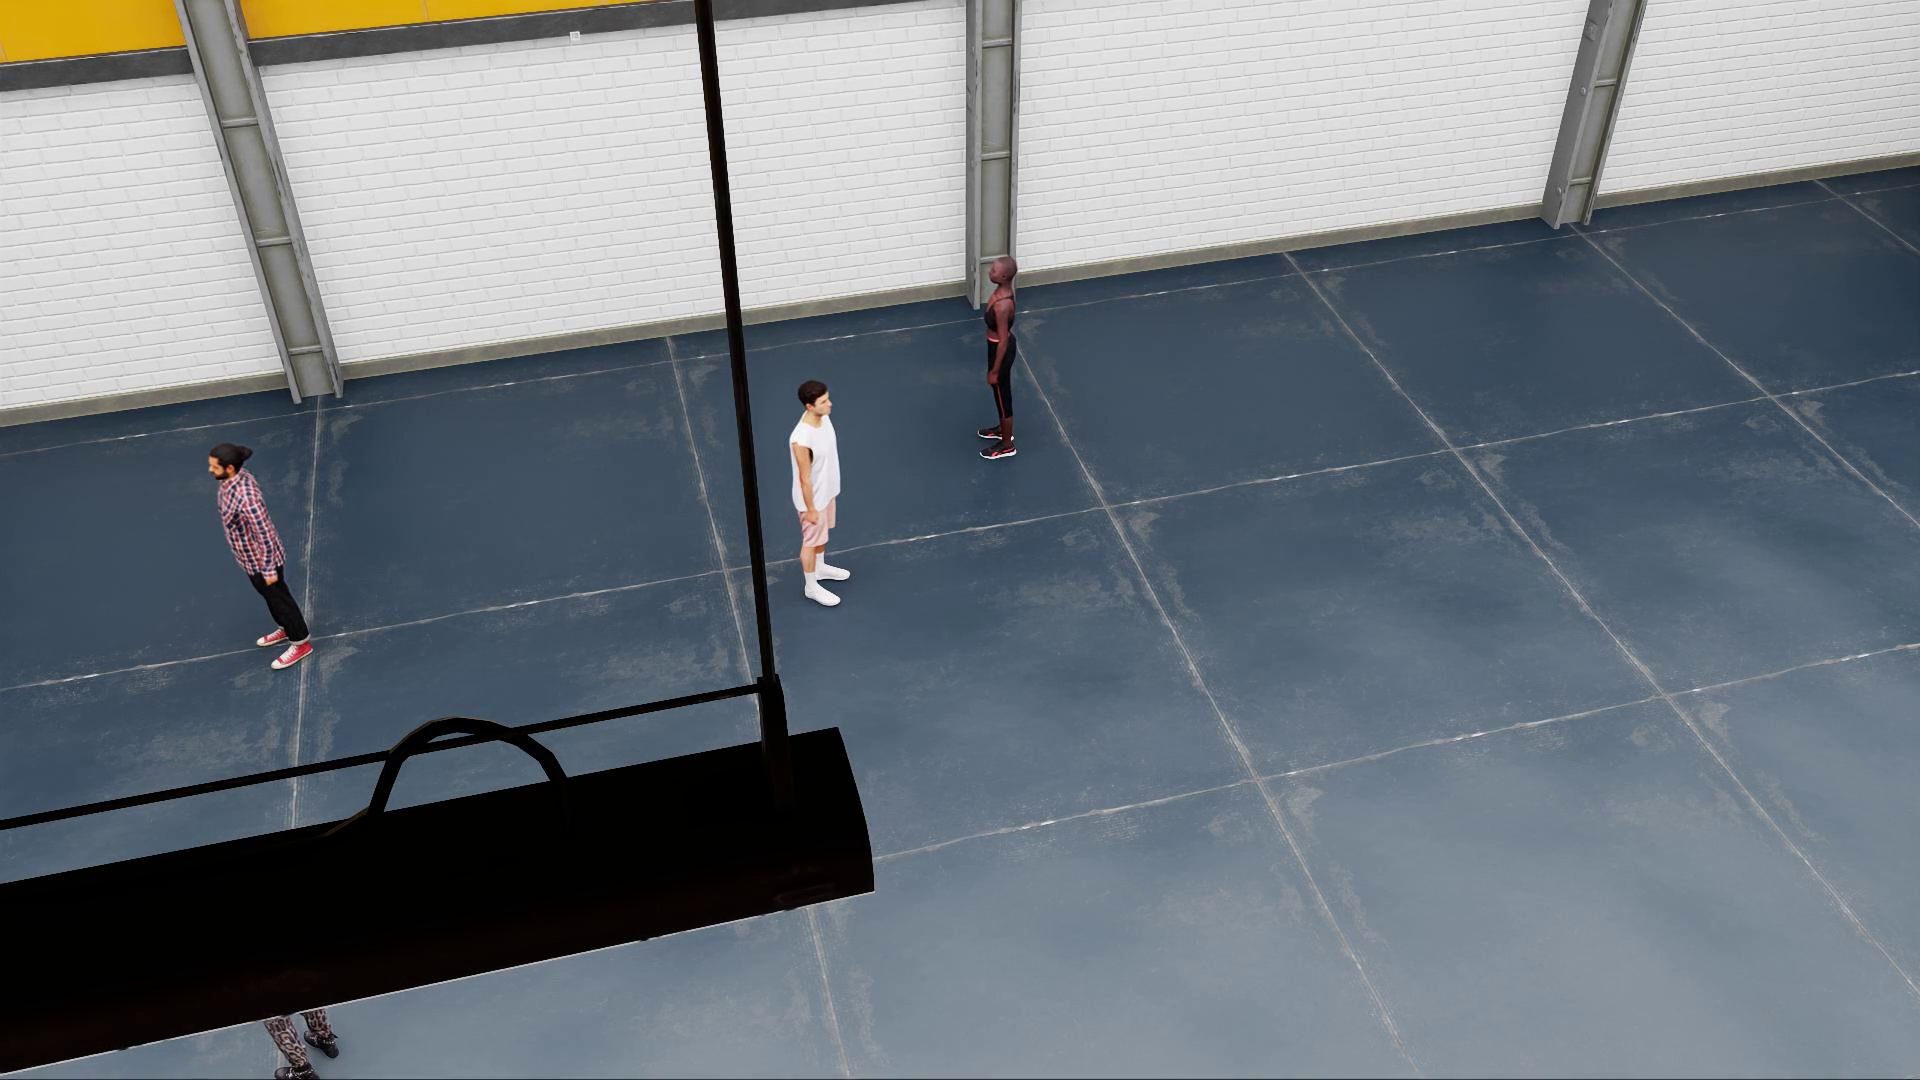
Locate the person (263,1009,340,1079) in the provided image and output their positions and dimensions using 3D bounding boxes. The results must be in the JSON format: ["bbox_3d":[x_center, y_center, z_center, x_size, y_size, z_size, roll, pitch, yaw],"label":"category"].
[{"bbox_3d":[-3.564,2.204,8.556,0.720,1.713,0.675,14,41,17],"label":"person"}]

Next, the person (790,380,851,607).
[{"bbox_3d":[-1.024,-0.361,11.707,0.746,1.789,0.735,10,40,12],"label":"person"}]

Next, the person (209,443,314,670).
[{"bbox_3d":[-4.720,0.080,11.177,0.732,1.761,0.778,-26,46,-29],"label":"person"}]

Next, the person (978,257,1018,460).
[{"bbox_3d":[0.337,-1.451,13.098,0.616,1.757,0.640,0,39,1],"label":"person"}]
